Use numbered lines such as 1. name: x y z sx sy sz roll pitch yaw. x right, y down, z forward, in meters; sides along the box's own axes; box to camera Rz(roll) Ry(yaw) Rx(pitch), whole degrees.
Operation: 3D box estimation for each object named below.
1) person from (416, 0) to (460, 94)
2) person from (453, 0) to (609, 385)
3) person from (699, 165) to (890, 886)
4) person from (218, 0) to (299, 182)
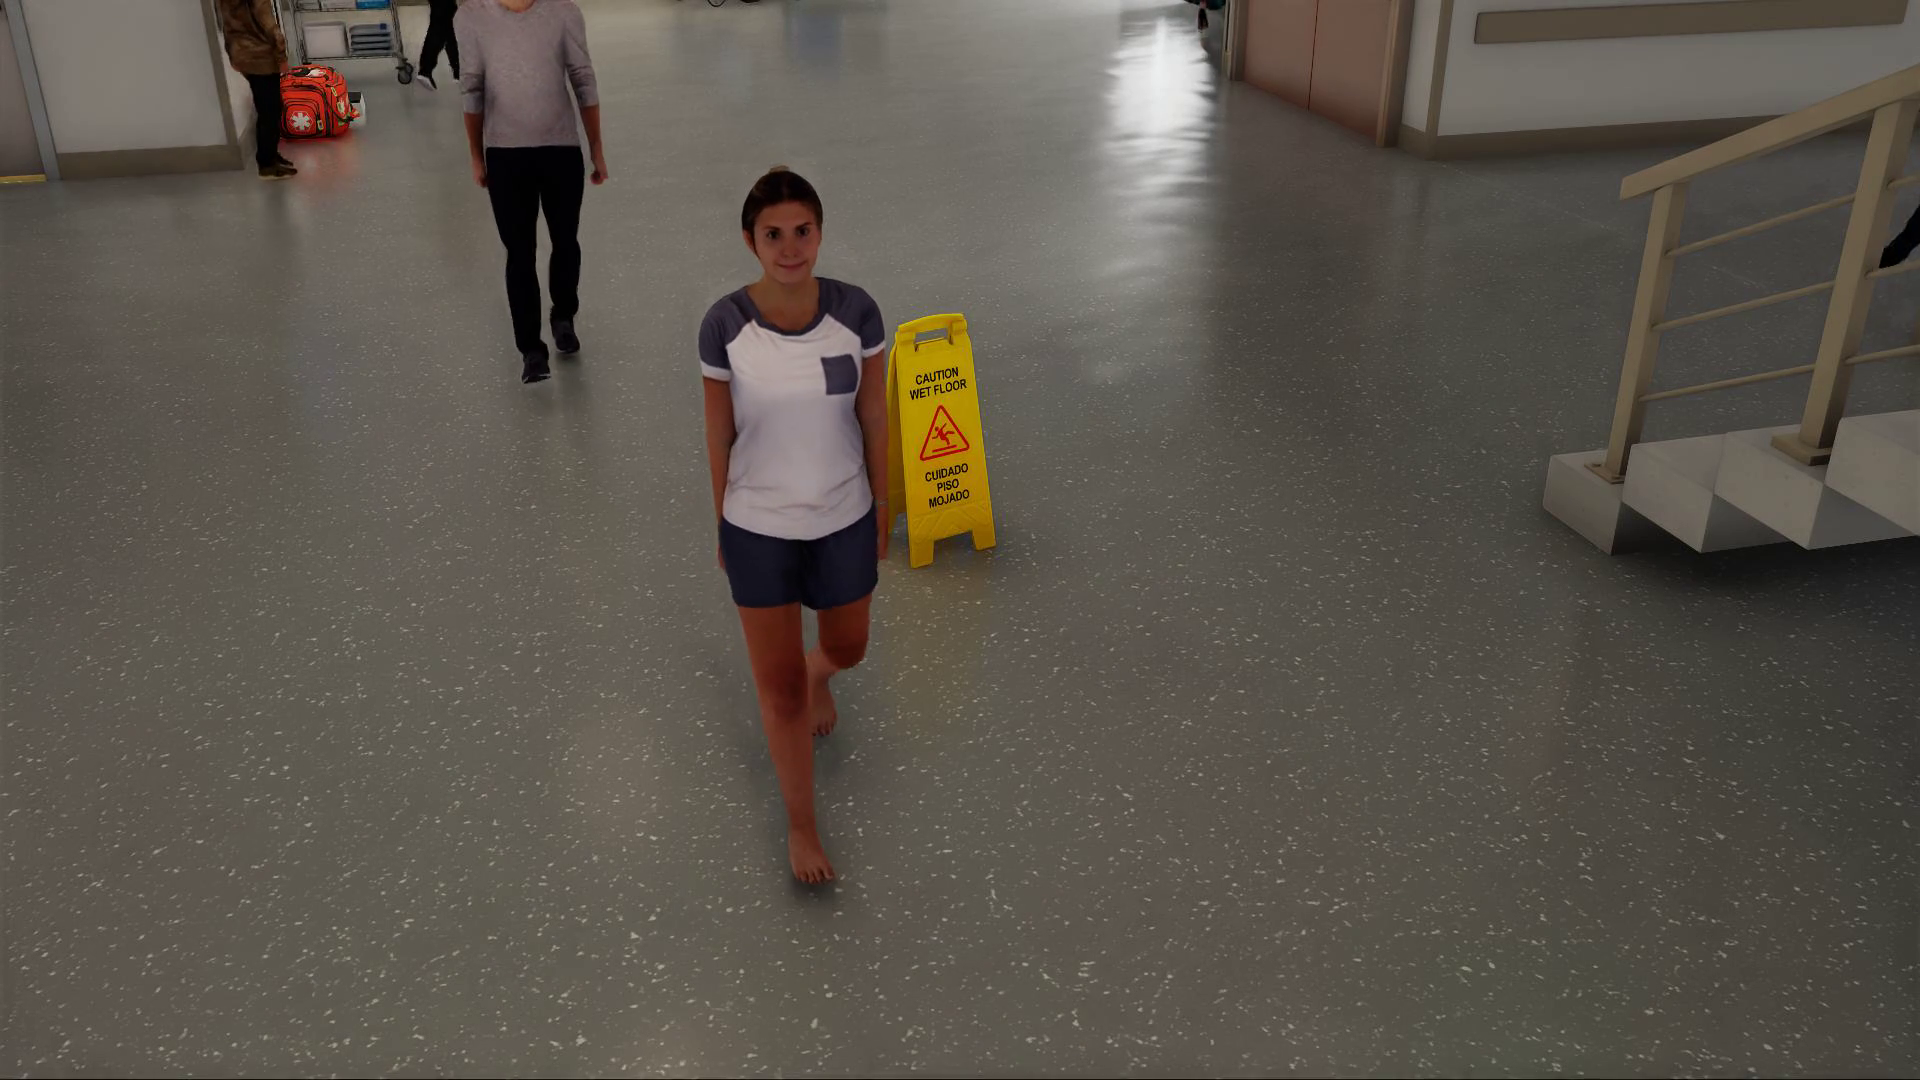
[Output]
1. person: -3.885 -4.138 12.212 0.899 1.700 1.223 5 26 10
2. person: -1.744 -1.599 6.823 0.697 1.808 1.062 -8 27 -16
3. person: -0.379 -0.058 3.873 0.562 1.594 0.978 -7 27 -15
4. person: -4.231 -2.851 9.842 0.712 1.442 0.784 18 31 33
